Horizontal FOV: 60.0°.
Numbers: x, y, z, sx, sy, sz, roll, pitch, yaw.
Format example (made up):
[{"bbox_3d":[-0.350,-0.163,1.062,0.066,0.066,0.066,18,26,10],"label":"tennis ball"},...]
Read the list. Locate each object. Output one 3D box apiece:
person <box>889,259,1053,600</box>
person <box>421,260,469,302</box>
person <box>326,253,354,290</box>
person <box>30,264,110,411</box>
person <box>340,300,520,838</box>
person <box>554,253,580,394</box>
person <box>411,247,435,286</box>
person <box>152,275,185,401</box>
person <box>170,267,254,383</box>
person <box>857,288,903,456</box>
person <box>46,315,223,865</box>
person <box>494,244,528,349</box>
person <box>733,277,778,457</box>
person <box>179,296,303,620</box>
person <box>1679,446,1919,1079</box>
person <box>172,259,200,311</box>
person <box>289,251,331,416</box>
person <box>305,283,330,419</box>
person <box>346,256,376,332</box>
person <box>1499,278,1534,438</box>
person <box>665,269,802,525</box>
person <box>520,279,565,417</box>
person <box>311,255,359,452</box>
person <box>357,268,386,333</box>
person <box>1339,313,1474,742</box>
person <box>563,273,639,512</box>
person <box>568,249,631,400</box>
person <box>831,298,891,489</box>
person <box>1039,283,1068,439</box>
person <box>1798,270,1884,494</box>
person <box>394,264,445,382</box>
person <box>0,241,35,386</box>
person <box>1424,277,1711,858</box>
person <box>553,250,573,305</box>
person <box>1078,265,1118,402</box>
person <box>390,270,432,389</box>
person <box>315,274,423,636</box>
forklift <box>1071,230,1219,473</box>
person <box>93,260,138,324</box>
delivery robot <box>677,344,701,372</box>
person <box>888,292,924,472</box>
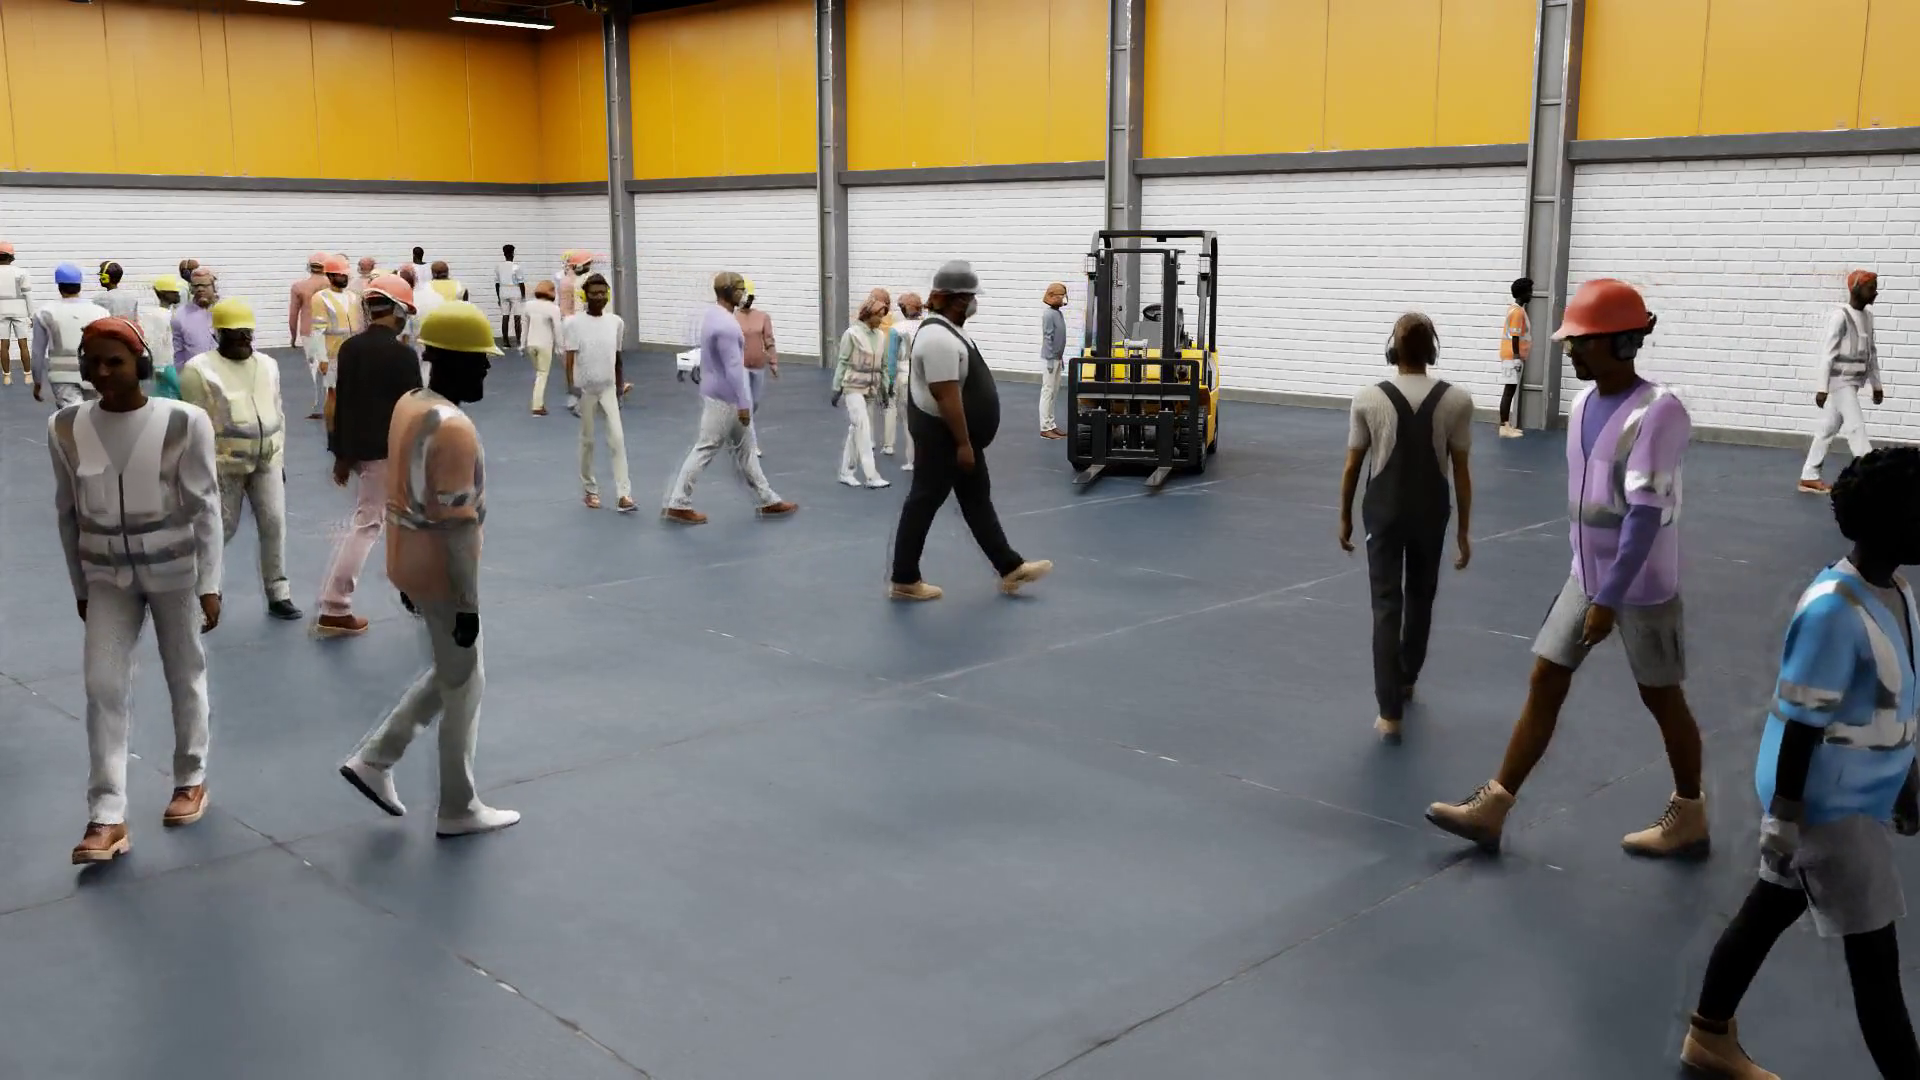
[{"bbox_3d":[0.036,-0.643,9.650,1.002,2.000,0.707,1,10,7],"label":"person"},{"bbox_3d":[-6.628,-2.687,21.426,0.632,1.819,0.539,-5,12,-26],"label":"person"},{"bbox_3d":[-10.861,-4.098,29.102,0.637,1.824,0.783,7,12,33],"label":"person"},{"bbox_3d":[-7.403,-1.348,13.914,0.621,1.897,1.022,-8,13,-38],"label":"person"},{"bbox_3d":[-1.842,0.120,5.844,0.548,1.909,0.607,-7,12,-33],"label":"person"},{"bbox_3d":[-5.182,-2.886,22.283,0.436,1.891,0.652,5,12,27],"label":"person"},{"bbox_3d":[-9.870,-4.405,30.498,0.387,1.920,0.587,7,12,33],"label":"person"},{"bbox_3d":[-7.687,-1.728,16.409,0.823,1.735,0.544,-4,11,-21],"label":"person"},{"bbox_3d":[-6.268,-1.360,14.023,0.641,1.875,0.914,-4,11,-20],"label":"person"},{"bbox_3d":[-0.804,-1.638,16.219,0.538,1.619,0.568,-5,11,-25],"label":"person"},{"bbox_3d":[-2.847,0.165,5.743,0.588,1.845,0.887,-2,11,-9],"label":"person"},{"bbox_3d":[-8.420,-4.559,31.209,0.607,1.966,0.367,2,11,13],"label":"person"},{"bbox_3d":[-2.100,-1.712,16.316,0.562,1.728,0.824,-5,12,-27],"label":"person"},{"bbox_3d":[-4.073,-0.464,9.331,0.822,1.803,0.601,8,13,36],"label":"person"},{"bbox_3d":[2.118,0.610,3.851,0.855,1.650,0.550,8,13,39],"label":"person"},{"bbox_3d":[-9.736,-2.632,21.082,0.431,1.835,0.626,-2,11,-9],"label":"person"},{"bbox_3d":[-7.622,-2.450,19.775,0.609,1.957,0.996,-8,13,-36],"label":"person"},{"bbox_3d":[-7.257,-2.169,19.231,0.778,1.604,0.515,1,10,7],"label":"person"},{"bbox_3d":[-7.613,-2.746,21.605,0.640,1.865,0.962,-5,12,-25],"label":"person"},{"bbox_3d":[5.871,-1.922,17.584,0.317,1.693,0.535,4,11,19],"label":"person"},{"bbox_3d":[-1.732,-1.051,12.317,1.039,1.885,0.654,-2,11,-13],"label":"person"},{"bbox_3d":[-4.914,-2.269,19.666,0.534,1.608,0.525,5,11,24],"label":"person"},{"bbox_3d":[-6.108,-1.837,16.449,0.362,1.935,0.551,5,11,25],"label":"person"},{"bbox_3d":[-7.183,-2.477,20.519,0.544,1.732,0.408,-8,13,-37],"label":"person"},{"bbox_3d":[1.942,-0.088,7.293,0.535,1.790,0.977,2,11,8],"label":"person"},{"bbox_3d":[-2.768,-1.111,12.775,0.521,1.834,0.895,-6,12,-28],"label":"person"},{"bbox_3d":[-4.503,-2.605,20.584,0.668,1.963,0.630,3,11,15],"label":"person"},{"bbox_3d":[-0.767,-1.222,13.996,0.776,1.597,0.566,8,13,38],"label":"person"},{"bbox_3d":[0.996,-1.888,17.546,0.280,1.634,0.498,4,11,19],"label":"person"},{"bbox_3d":[7.316,-1.247,13.476,0.611,1.839,0.942,-9,14,-39],"label":"person"},{"bbox_3d":[-5.460,-1.848,16.788,0.649,1.847,1.030,-2,11,-9],"label":"person"},{"bbox_3d":[-13.476,-3.204,23.612,0.608,2.044,0.371,-4,11,-19],"label":"person"},{"bbox_3d":[2.151,0.126,5.600,1.030,1.983,0.621,-3,11,-14],"label":"person"},{"bbox_3d":[-6.483,-3.901,27.837,0.595,1.896,0.899,-3,11,-17],"label":"person"},{"bbox_3d":[1.794,-2.503,20.434,0.588,1.795,0.969,-9,14,-41],"label":"person"},{"bbox_3d":[-5.083,-1.653,15.793,0.928,1.821,0.549,0,10,3],"label":"person"},{"bbox_3d":[-3.114,-0.464,9.010,0.631,1.916,1.030,9,14,41],"label":"person"},{"bbox_3d":[1.804,-1.825,15.677,1.214,2.155,2.313,2,11,13],"label":"forklift"},{"bbox_3d":[-8.604,-1.905,16.985,0.328,1.876,0.514,4,11,23],"label":"person"},{"bbox_3d":[-3.759,-2.583,24.004,0.707,0.478,0.477,10,15,41],"label":"delivery robot"},{"bbox_3d":[-0.422,-1.414,14.981,0.529,1.624,0.348,-8,13,-38],"label":"person"}]
